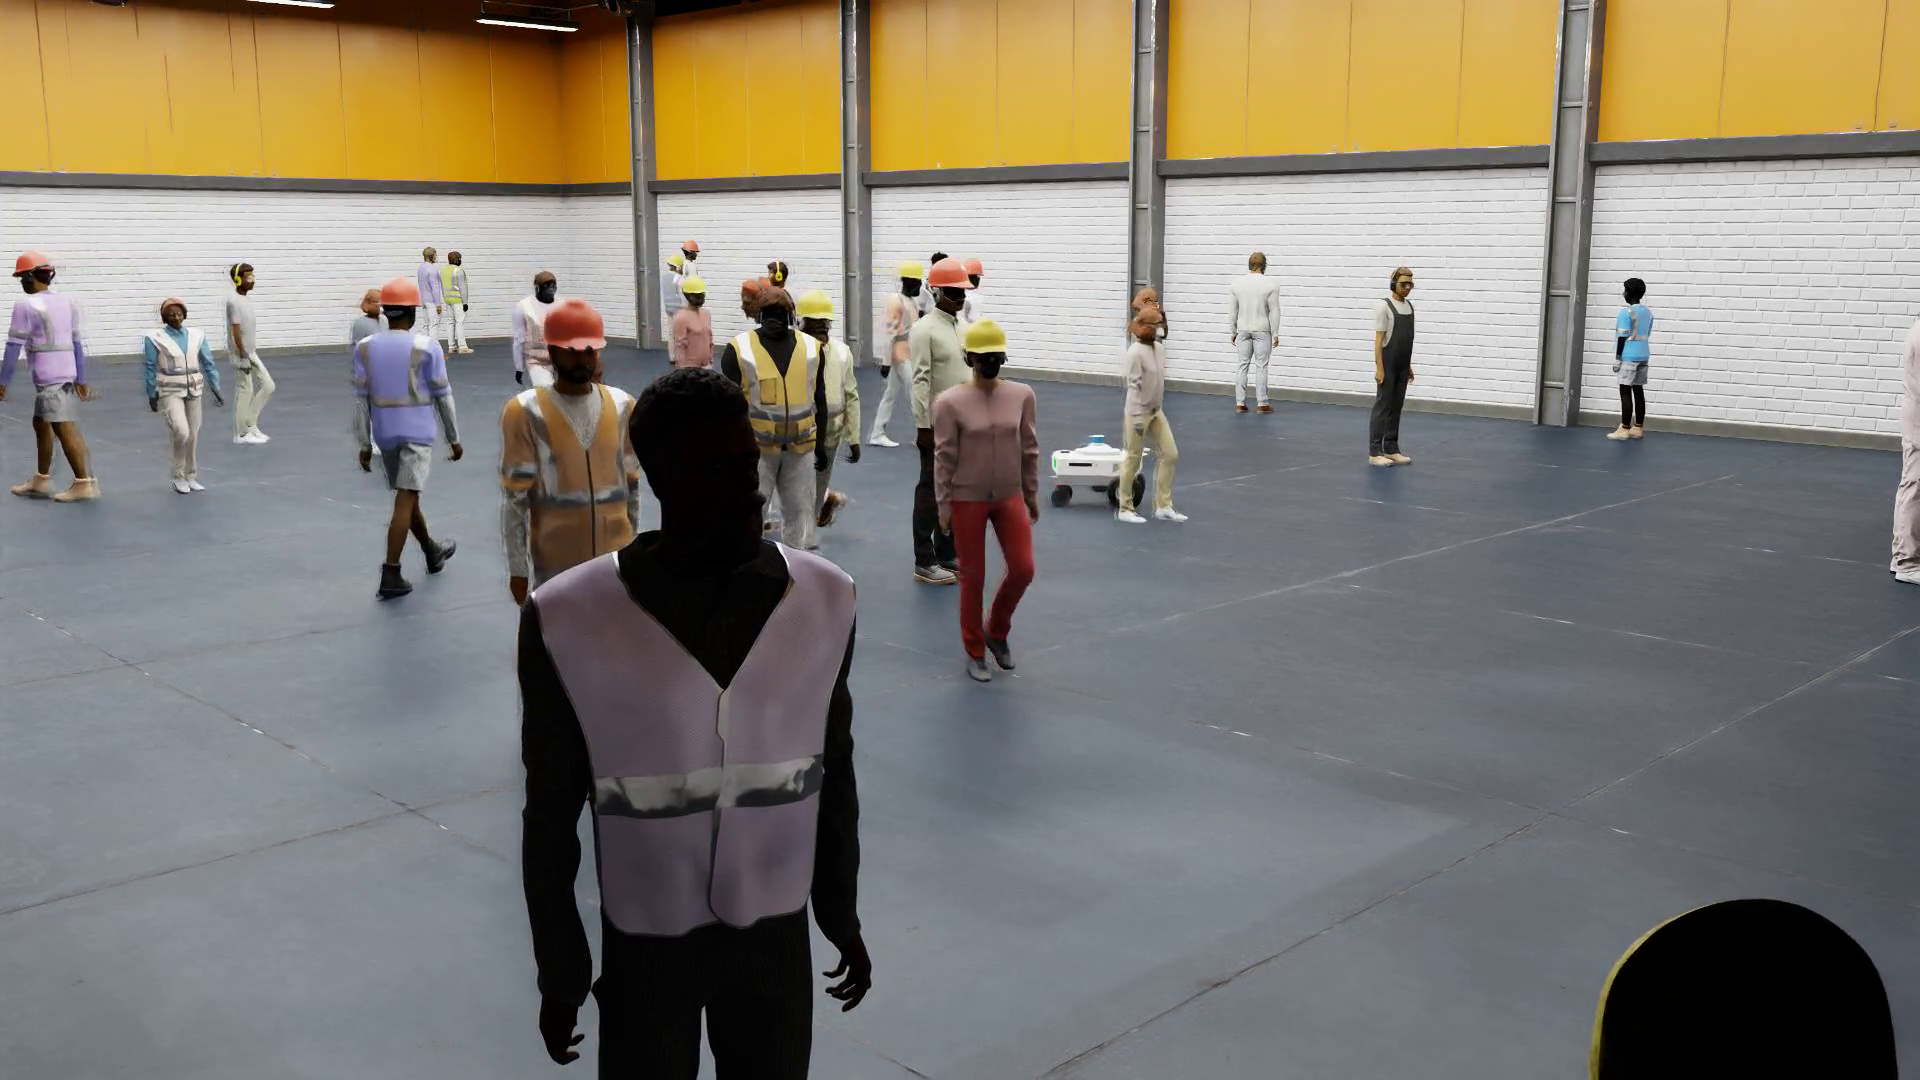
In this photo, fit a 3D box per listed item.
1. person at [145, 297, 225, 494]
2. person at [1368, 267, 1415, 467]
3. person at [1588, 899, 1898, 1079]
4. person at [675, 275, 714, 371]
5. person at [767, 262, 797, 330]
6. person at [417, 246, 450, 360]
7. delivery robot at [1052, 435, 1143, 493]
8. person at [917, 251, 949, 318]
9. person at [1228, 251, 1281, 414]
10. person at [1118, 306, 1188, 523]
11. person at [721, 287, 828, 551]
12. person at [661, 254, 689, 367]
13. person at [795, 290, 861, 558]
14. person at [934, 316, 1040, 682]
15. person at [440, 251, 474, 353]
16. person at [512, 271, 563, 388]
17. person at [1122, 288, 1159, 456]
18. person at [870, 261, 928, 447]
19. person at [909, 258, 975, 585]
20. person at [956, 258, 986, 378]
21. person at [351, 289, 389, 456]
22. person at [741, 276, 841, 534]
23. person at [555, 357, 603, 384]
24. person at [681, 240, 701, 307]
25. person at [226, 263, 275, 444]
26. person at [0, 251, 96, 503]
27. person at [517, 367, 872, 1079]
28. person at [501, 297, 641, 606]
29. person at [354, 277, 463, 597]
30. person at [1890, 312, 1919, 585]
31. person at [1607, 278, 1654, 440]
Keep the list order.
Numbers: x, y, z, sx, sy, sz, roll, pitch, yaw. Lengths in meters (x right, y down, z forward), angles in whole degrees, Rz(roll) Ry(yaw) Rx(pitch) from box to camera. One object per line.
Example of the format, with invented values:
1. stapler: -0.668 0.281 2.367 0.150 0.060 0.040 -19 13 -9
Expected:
1. person: -6.426 -1.190 13.786 0.484 1.622 0.531 7 13 34
2. person: 4.028 -1.604 15.432 0.509 1.842 0.329 -8 13 -38
3. person: 0.472 1.071 1.111 0.490 1.746 0.286 0 10 -2
4. person: -2.527 -1.659 15.977 0.382 1.751 0.540 6 12 28
5. person: -2.075 -2.176 18.577 0.932 1.826 0.541 -1 10 -4
6. person: -9.024 -4.033 28.414 0.372 1.940 0.632 -9 14 -40
7. delivery robot: 1.084 -0.585 13.130 0.707 0.478 0.477 1 10 9
8. person: -0.285 -2.706 21.200 0.609 1.938 0.909 -5 12 -27
9. person: 3.531 -2.480 19.947 0.635 1.936 0.351 6 12 30
10. person: 1.441 -0.906 12.256 0.633 1.611 0.525 8 13 37
11. person: -1.055 -0.538 9.632 0.625 1.839 0.430 -4 11 -21
12. person: -4.597 -3.730 27.052 0.596 1.832 0.404 10 14 43
13. person: -0.855 -0.621 10.182 0.596 1.794 0.841 -6 12 -32
14. person: 0.140 -0.185 7.936 0.551 1.751 0.371 -4 11 -18
15. person: -9.121 -4.303 30.151 0.629 1.843 0.429 8 13 36
16. person: -3.987 -1.705 16.126 0.641 1.798 0.950 -8 13 -38
17. person: 1.763 -1.630 16.193 0.323 1.623 0.511 2 11 11
18. person: -0.468 -1.834 16.605 0.999 1.864 0.598 2 11 13
19. person: -0.084 -0.734 10.270 0.391 1.992 0.623 6 12 28
20. person: 0.129 -1.938 17.093 0.952 1.889 0.562 -10 14 -43
21. person: -5.556 -1.593 15.976 0.609 1.610 0.519 3 11 17
22. person: -1.238 -0.922 11.687 0.708 1.862 0.605 -2 11 -10
23. person: -1.866 -0.163 8.241 0.546 1.592 0.842 -10 14 -43
24. person: -4.652 -4.162 28.834 0.380 2.040 0.615 -7 12 -32
25. person: -7.267 -1.892 17.003 0.440 1.842 0.551 -1 10 -4
26. person: -7.370 -1.284 13.263 0.904 2.002 0.633 0 10 1
27. person: -0.443 0.662 2.857 0.597 1.920 0.379 -5 12 -27
28. person: -1.499 0.016 6.426 0.554 1.910 0.849 -6 12 -31
29. person: -3.335 -0.643 10.088 0.553 1.876 1.055 2 11 10
30. person: 5.972 -0.679 10.203 0.409 1.913 0.642 5 12 26
31. person: 7.027 -1.888 17.400 0.531 1.691 0.319 -8 13 -38
